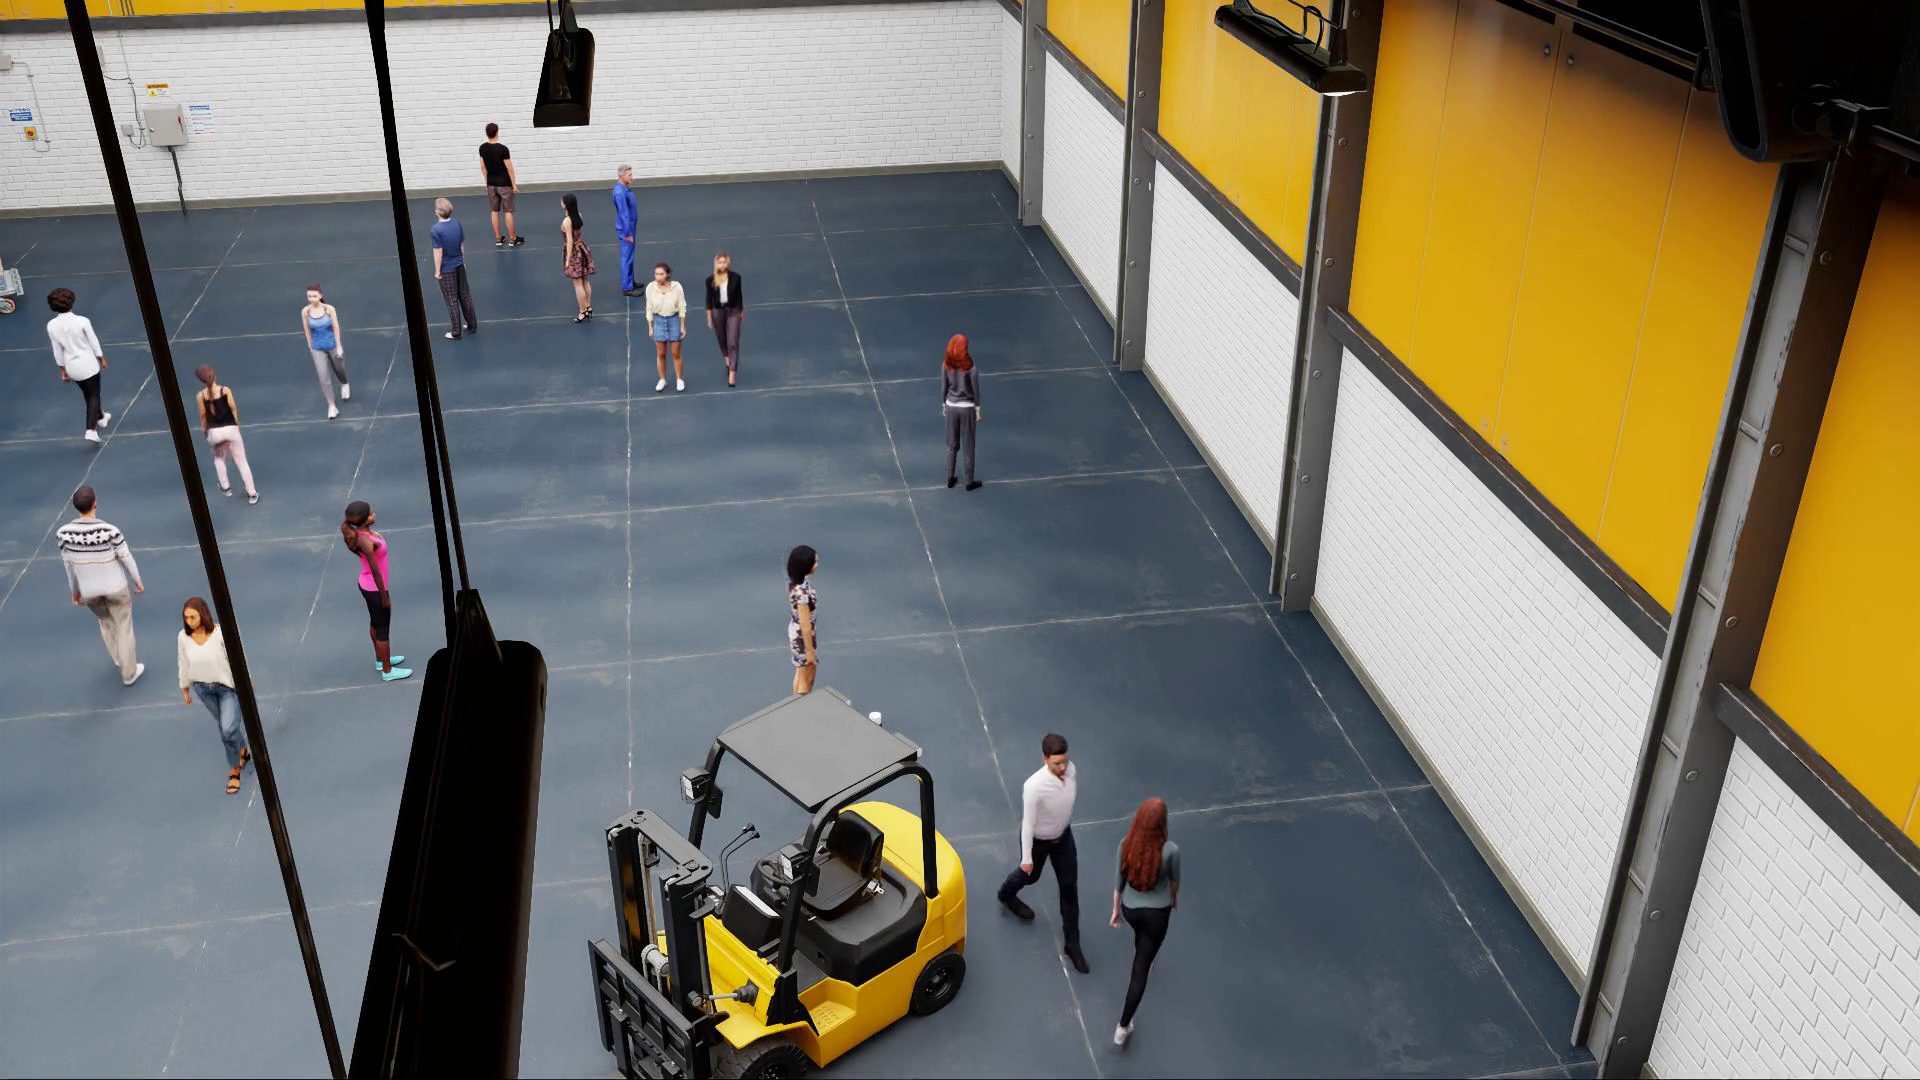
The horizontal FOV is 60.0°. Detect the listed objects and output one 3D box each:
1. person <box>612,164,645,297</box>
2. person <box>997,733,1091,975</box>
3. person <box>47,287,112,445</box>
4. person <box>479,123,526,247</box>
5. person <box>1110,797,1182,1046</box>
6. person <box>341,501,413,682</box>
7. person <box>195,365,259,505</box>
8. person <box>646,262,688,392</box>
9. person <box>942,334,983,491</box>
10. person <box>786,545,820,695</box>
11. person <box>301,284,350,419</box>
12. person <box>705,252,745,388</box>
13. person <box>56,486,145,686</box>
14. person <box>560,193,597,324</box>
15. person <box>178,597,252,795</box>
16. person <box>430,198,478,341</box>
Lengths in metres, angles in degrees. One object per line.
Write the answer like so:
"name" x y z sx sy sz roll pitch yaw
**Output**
"person" -4.669 -4.348 23.241 0.780 1.825 0.477 -4 29 -7
"person" 0.545 2.031 11.560 1.039 1.812 1.339 -23 36 -35
"person" -9.995 -1.955 18.906 0.672 1.775 1.159 -3 29 -5
"person" -6.956 -5.365 25.067 0.749 1.862 0.721 6 29 10
"person" 1.189 2.505 10.822 0.988 1.688 1.246 10 30 18
"person" -5.143 0.428 14.591 0.685 1.724 0.588 -15 32 -26
"person" -7.783 -1.095 17.581 0.648 1.535 0.785 -7 29 -13
"person" -3.560 -2.607 20.253 0.670 1.630 0.577 -1 29 -2
"person" 0.006 -1.372 17.834 0.655 1.779 0.678 13 31 22
"person" -1.298 0.823 13.853 0.636 1.737 0.440 -5 29 -8
"person" -7.483 -2.286 19.711 0.560 1.586 1.004 -6 29 -10
"person" -2.896 -2.753 20.532 0.642 1.619 1.050 -3 29 -6
"person" -7.456 0.450 14.436 0.716 1.833 0.809 -4 29 -7
"person" -5.140 -3.780 22.254 0.838 1.773 0.749 7 29 13
"person" -5.906 1.145 13.339 0.757 1.664 0.860 3 29 5
"person" -6.644 -3.562 21.751 0.787 1.872 0.722 18 33 30
